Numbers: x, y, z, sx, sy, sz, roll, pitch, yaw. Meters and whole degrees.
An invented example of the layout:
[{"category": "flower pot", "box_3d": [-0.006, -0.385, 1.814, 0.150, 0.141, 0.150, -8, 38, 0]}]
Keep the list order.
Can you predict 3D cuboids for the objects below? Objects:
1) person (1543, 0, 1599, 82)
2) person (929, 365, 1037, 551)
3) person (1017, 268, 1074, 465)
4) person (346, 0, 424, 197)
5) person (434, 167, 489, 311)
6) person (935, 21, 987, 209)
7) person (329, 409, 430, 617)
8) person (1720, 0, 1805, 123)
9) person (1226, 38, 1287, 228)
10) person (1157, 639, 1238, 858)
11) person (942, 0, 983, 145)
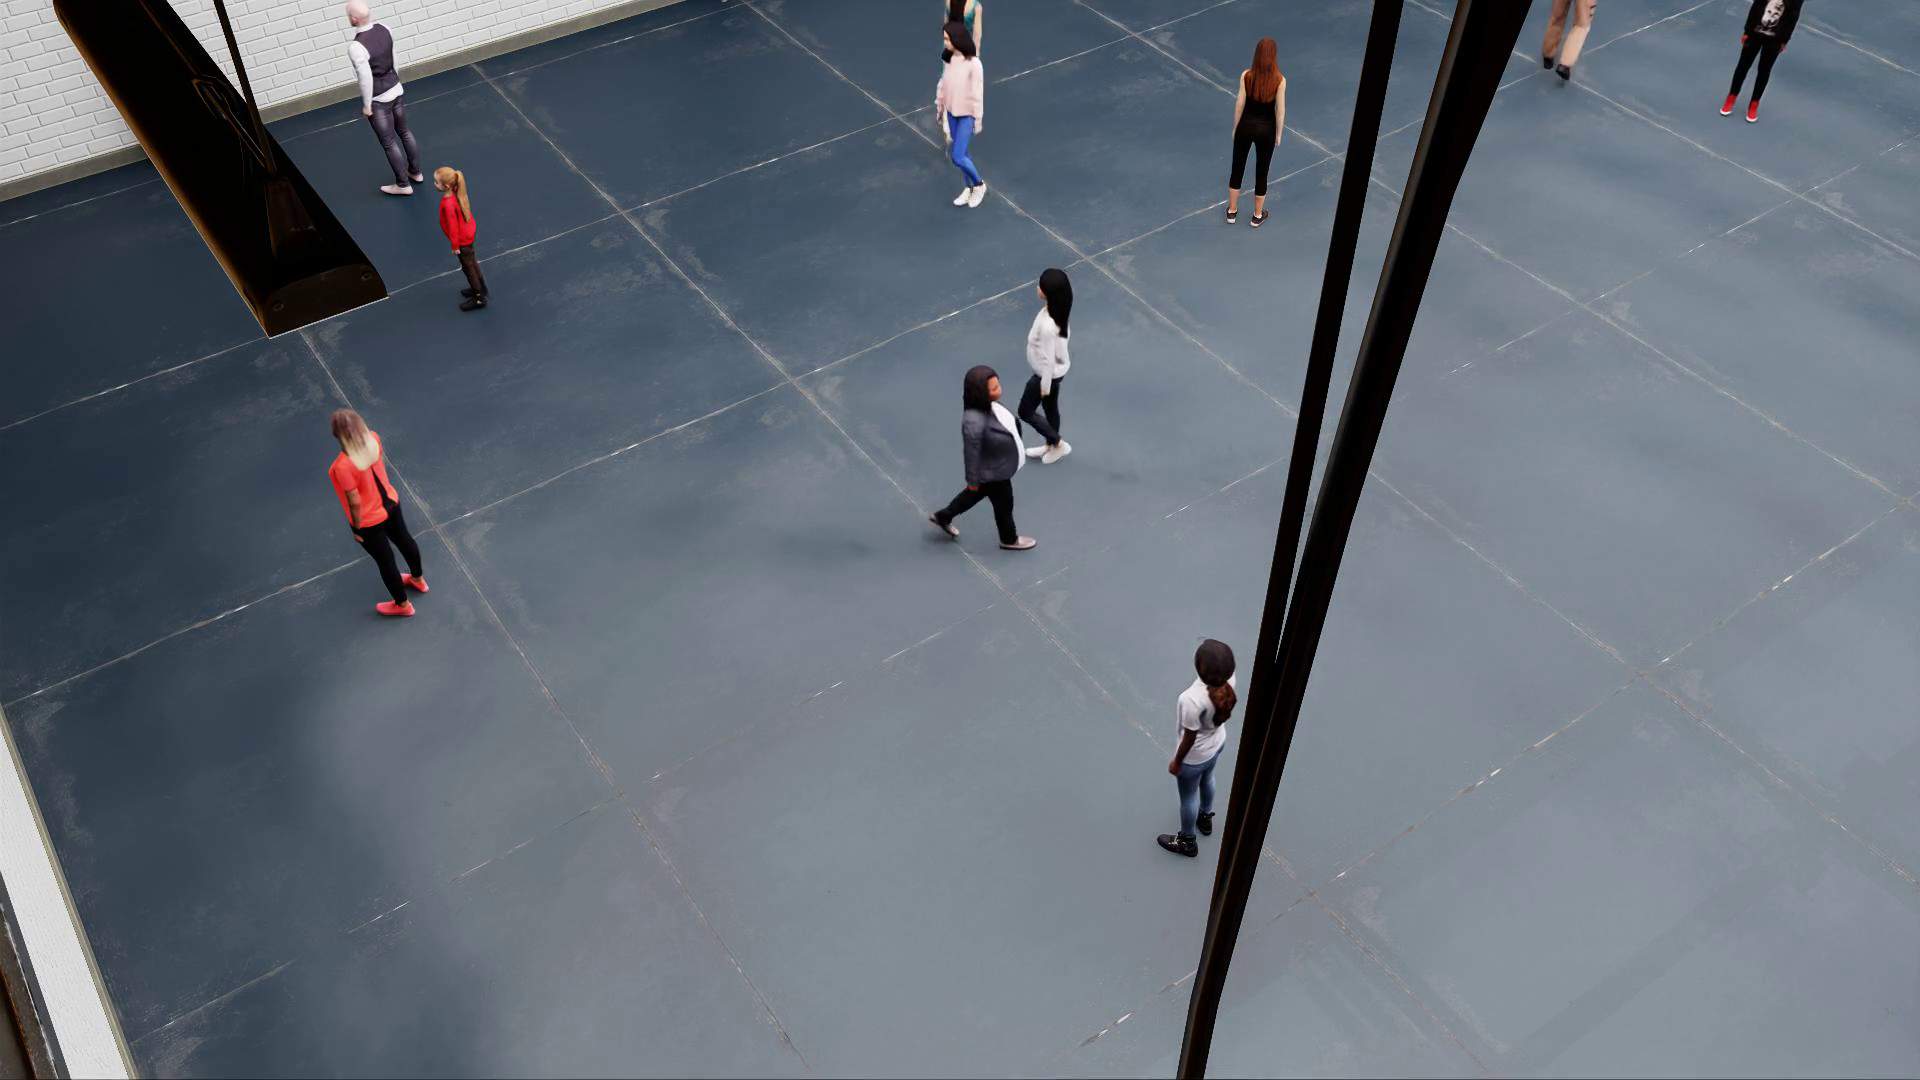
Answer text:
[{"category": "person", "box_3d": [6.057, -5.444, 16.295, 0.980, 1.916, 1.086, 16, 46, 16]}, {"category": "person", "box_3d": [0.120, -0.547, 11.401, 1.120, 1.576, 1.008, 1, 44, 1]}, {"category": "person", "box_3d": [0.719, -1.215, 12.017, 0.828, 1.695, 0.762, 9, 44, 9]}, {"category": "person", "box_3d": [-5.128, -3.932, 14.773, 0.844, 1.827, 0.752, 13, 45, 13]}, {"category": "person", "box_3d": [-4.098, -2.501, 13.666, 0.606, 1.282, 0.566, -3, 44, -3]}, {"category": "person", "box_3d": [0.090, -3.758, 14.652, 0.619, 1.742, 0.648, -31, 51, -28]}, {"category": "person", "box_3d": [-3.834, -0.187, 10.939, 0.738, 1.693, 0.656, 12, 45, 12]}, {"category": "person", "box_3d": [7.674, -4.821, 15.816, 0.655, 1.673, 0.645, 23, 48, 22]}, {"category": "person", "box_3d": [2.559, -3.539, 14.434, 0.659, 1.725, 0.688, 14, 45, 14]}, {"category": "person", "box_3d": [1.369, 1.176, 9.489, 0.705, 1.719, 0.559, 28, 50, 26]}, {"category": "person", "box_3d": [-0.019, -4.470, 15.467, 0.931, 1.648, 1.108, 15, 46, 15]}]
